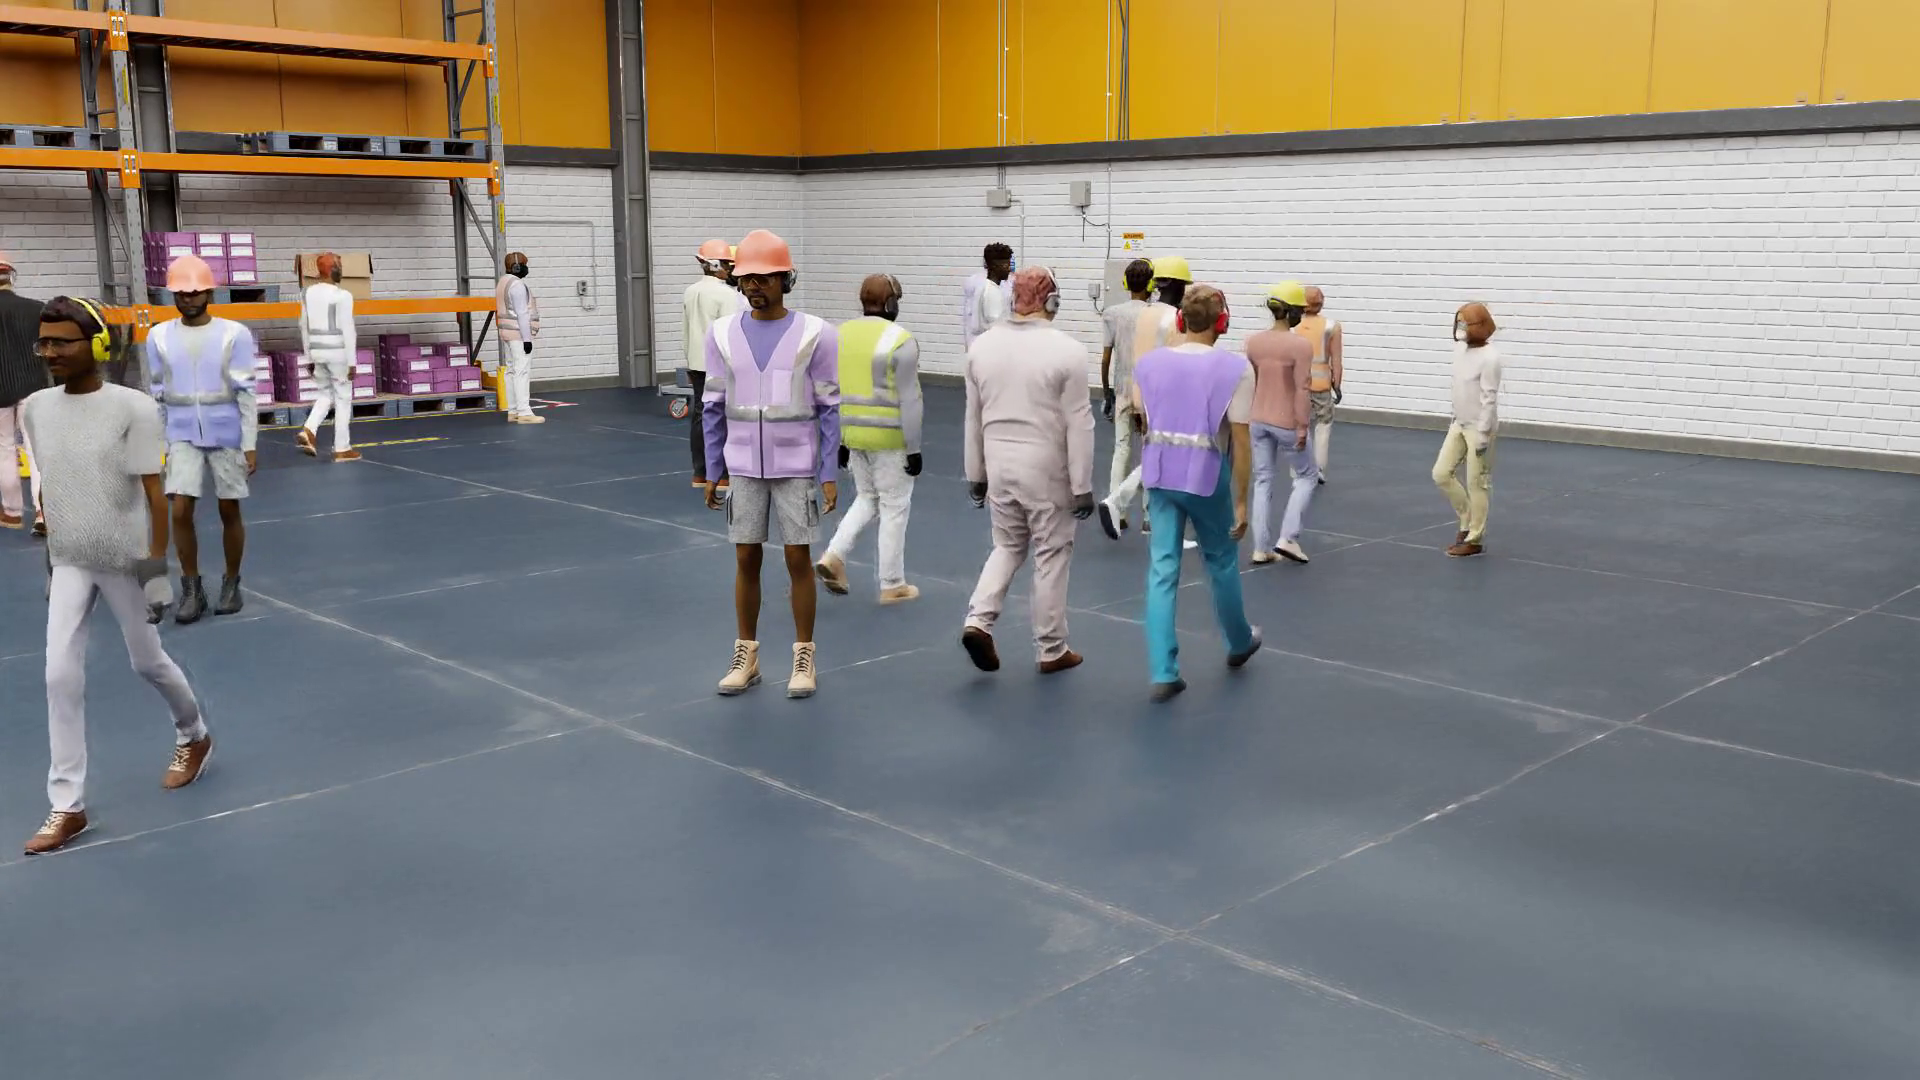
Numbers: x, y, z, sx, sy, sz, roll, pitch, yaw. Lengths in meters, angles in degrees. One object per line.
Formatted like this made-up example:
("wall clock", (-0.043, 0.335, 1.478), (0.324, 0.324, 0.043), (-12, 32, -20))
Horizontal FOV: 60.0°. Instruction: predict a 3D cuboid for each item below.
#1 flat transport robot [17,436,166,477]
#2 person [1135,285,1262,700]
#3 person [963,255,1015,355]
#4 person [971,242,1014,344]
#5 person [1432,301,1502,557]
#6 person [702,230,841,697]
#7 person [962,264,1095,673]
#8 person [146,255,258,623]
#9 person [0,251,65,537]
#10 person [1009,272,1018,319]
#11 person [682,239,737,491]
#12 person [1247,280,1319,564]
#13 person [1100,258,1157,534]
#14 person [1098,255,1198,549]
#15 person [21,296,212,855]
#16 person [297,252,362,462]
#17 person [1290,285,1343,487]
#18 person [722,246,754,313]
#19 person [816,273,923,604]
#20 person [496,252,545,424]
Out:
("flat transport robot", (-7.549, -0.735, 14.383), (1.431, 0.197, 0.652), (-9, 14, -39))
("person", (1.086, -0.235, 7.481), (0.568, 1.790, 0.960), (5, 12, 25))
("person", (0.378, -2.030, 16.993), (0.695, 1.901, 0.796), (-2, 11, -9))
("person", (0.283, -1.577, 14.351), (0.366, 1.962, 0.614), (-2, 11, -11))
("person", (3.181, -0.685, 10.413), (0.355, 1.612, 0.545), (-2, 11, -12))
("person", (-0.833, -0.318, 7.273), (0.615, 2.042, 0.376), (2, 11, 9))
("person", (0.304, -0.295, 7.563), (0.659, 1.897, 0.629), (8, 13, 36))
("person", (-3.955, -0.518, 8.709), (0.542, 1.913, 0.664), (-2, 11, -13))
("person", (-6.376, -0.986, 11.235), (0.657, 1.940, 0.995), (-7, 12, -33))
("person", (0.663, -2.396, 19.830), (0.429, 1.588, 0.554), (10, 14, 42))
("person", (-1.959, -1.393, 13.275), (0.612, 1.991, 0.392), (10, 14, 43))
("person", (1.983, -0.713, 10.218), (0.405, 1.753, 0.536), (-9, 14, -42))
("person", (1.212, -0.972, 11.310), (0.532, 1.871, 0.319), (5, 11, 23))
("person", (1.245, -0.864, 10.648), (0.572, 1.903, 0.616), (-4, 11, -22))
("person", (-2.944, 0.066, 5.774), (0.533, 1.833, 0.951), (1, 10, 5))
("person", (-5.620, -1.609, 14.780), (0.588, 1.871, 0.501), (4, 11, 23))
("person", (2.799, -1.222, 13.338), (0.540, 1.619, 0.513), (4, 11, 20))
("person", (-2.019, -1.707, 15.162), (0.592, 1.924, 0.385), (7, 12, 32))
("person", (-0.466, -0.535, 9.072), (0.626, 1.829, 0.518), (10, 14, 42))
("person", (-4.758, -2.179, 17.972), (0.429, 1.844, 0.625), (-7, 12, -33))
